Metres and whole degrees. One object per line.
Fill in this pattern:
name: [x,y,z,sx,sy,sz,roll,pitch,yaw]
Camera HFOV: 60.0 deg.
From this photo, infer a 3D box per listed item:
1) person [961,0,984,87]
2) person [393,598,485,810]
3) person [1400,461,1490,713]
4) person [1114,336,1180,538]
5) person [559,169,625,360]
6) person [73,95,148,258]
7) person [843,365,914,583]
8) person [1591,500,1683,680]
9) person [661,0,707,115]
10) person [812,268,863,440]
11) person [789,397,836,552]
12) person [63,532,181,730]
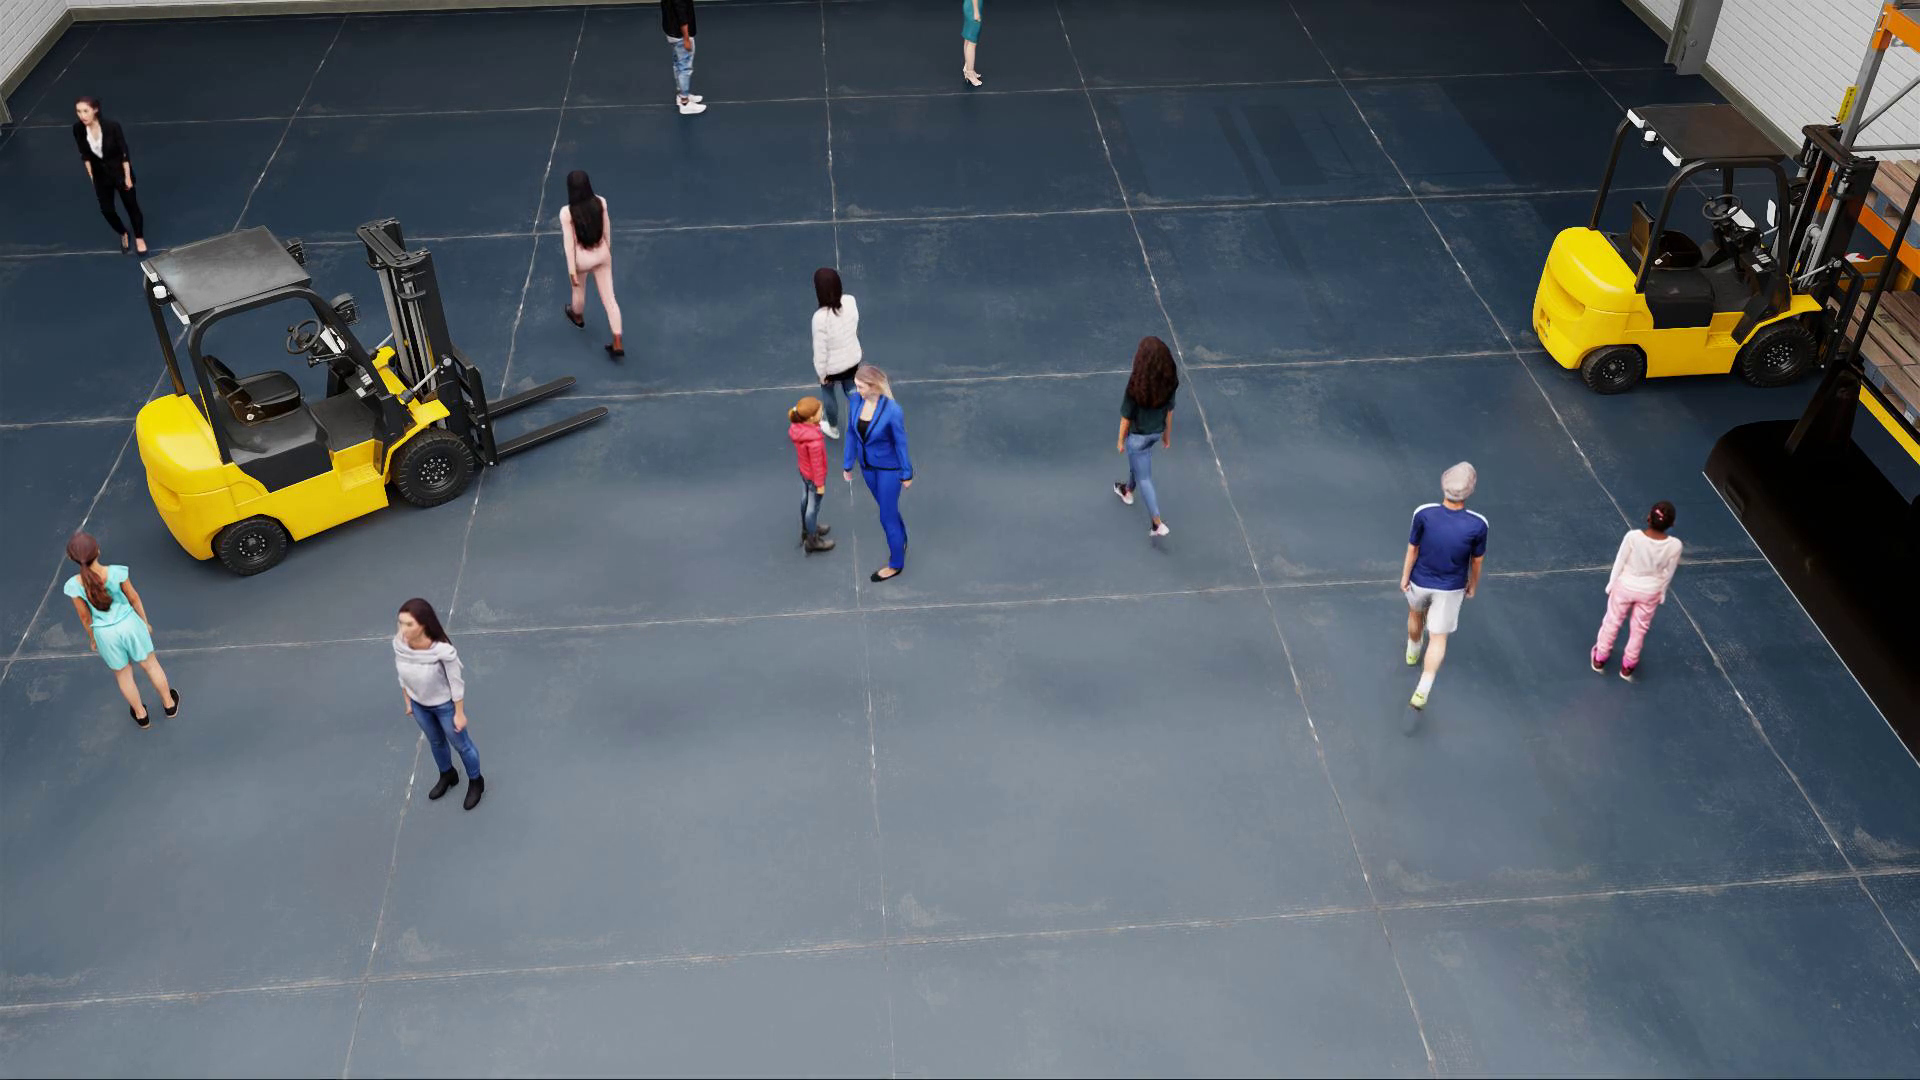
person: [0.148,-6.054,18.988,0.615,1.686,0.432,-1,39,-2]
person: [-3.207,0.991,10.208,0.674,1.635,0.656,13,40,16]
person: [3.121,0.323,10.906,0.977,1.807,1.250,13,40,16]
person: [1.413,-0.748,12.426,0.834,1.584,1.144,-16,41,-20]
person: [-3.138,-2.345,14.359,1.064,1.668,1.248,-26,46,-29]
person: [-8.021,-3.485,15.802,0.634,1.647,0.639,-7,39,-9]
person: [-0.536,-0.569,12.134,0.898,1.669,0.959,19,43,23]
person: [4.569,0.315,11.204,0.597,1.447,0.604,11,40,13]
person: [-3.102,-5.638,18.366,0.801,1.812,0.616,-11,40,-14]
person: [-0.919,-1.409,13.228,0.954,1.617,1.063,-29,47,-31]
person: [-1.108,-0.494,12.322,0.616,1.316,0.498,-13,40,-15]
person: [-5.461,0.578,10.787,0.629,1.557,0.652,-19,42,-22]
